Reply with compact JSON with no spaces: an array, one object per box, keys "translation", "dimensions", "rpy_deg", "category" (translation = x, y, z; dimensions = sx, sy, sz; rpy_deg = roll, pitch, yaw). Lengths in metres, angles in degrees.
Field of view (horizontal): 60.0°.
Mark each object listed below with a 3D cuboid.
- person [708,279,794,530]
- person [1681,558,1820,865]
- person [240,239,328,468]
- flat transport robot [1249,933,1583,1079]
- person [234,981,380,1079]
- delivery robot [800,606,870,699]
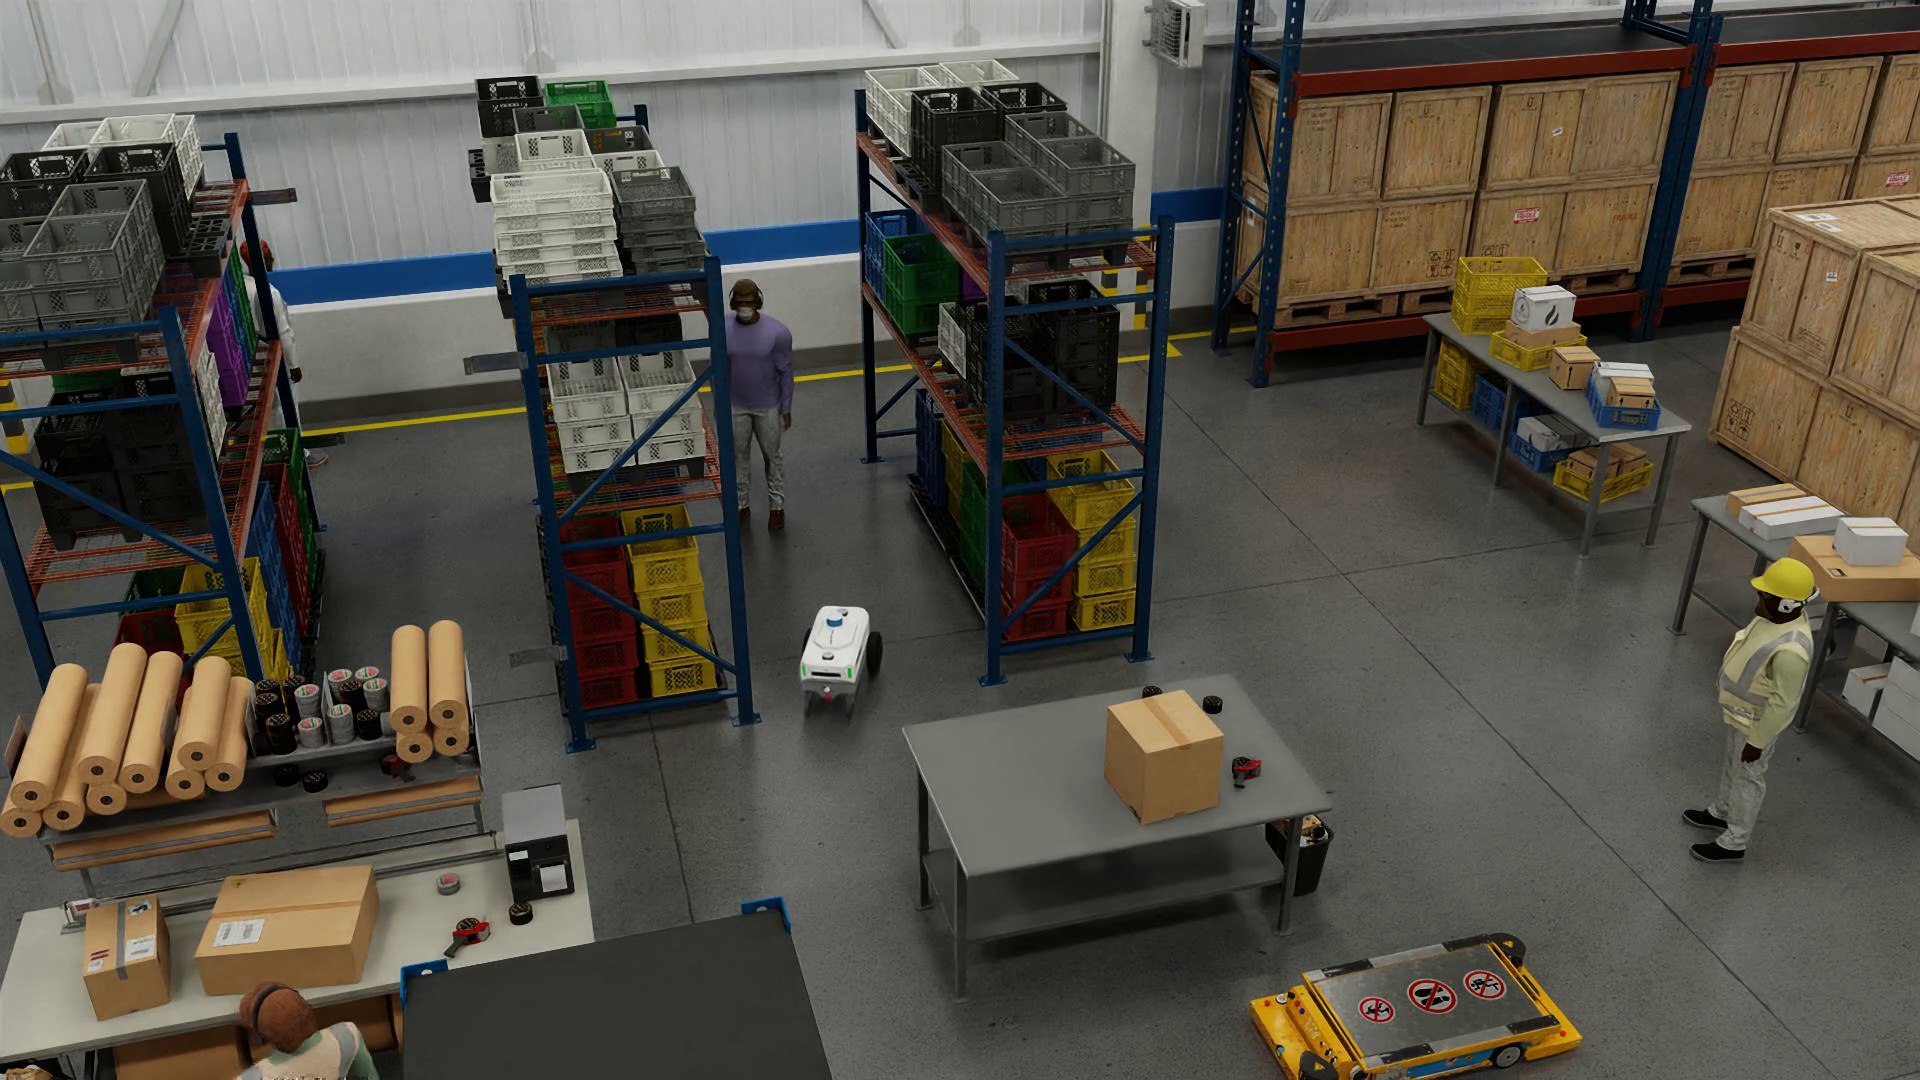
[{"translation":[-1.527,-0.990,12.215],"dimensions":[0.634,1.940,0.367],"rpy_deg":[4,29,7],"category":"person"},{"translation":[4.228,0.907,8.872],"dimensions":[0.403,1.833,0.586],"rpy_deg":[8,30,14],"category":"person"},{"translation":[-5.407,-1.456,13.120],"dimensions":[0.584,1.880,0.339],"rpy_deg":[21,35,33],"category":"person"},{"translation":[2.184,2.282,7.980],"dimensions":[1.431,0.197,0.652],"rpy_deg":[-8,30,-14],"category":"flat transport robot"},{"translation":[-2.450,2.360,6.435],"dimensions":[0.578,1.632,0.325],"rpy_deg":[-24,37,-37],"category":"person"},{"translation":[-0.784,0.684,10.502],"dimensions":[0.477,0.478,0.707],"rpy_deg":[3,29,5],"category":"delivery robot"}]
